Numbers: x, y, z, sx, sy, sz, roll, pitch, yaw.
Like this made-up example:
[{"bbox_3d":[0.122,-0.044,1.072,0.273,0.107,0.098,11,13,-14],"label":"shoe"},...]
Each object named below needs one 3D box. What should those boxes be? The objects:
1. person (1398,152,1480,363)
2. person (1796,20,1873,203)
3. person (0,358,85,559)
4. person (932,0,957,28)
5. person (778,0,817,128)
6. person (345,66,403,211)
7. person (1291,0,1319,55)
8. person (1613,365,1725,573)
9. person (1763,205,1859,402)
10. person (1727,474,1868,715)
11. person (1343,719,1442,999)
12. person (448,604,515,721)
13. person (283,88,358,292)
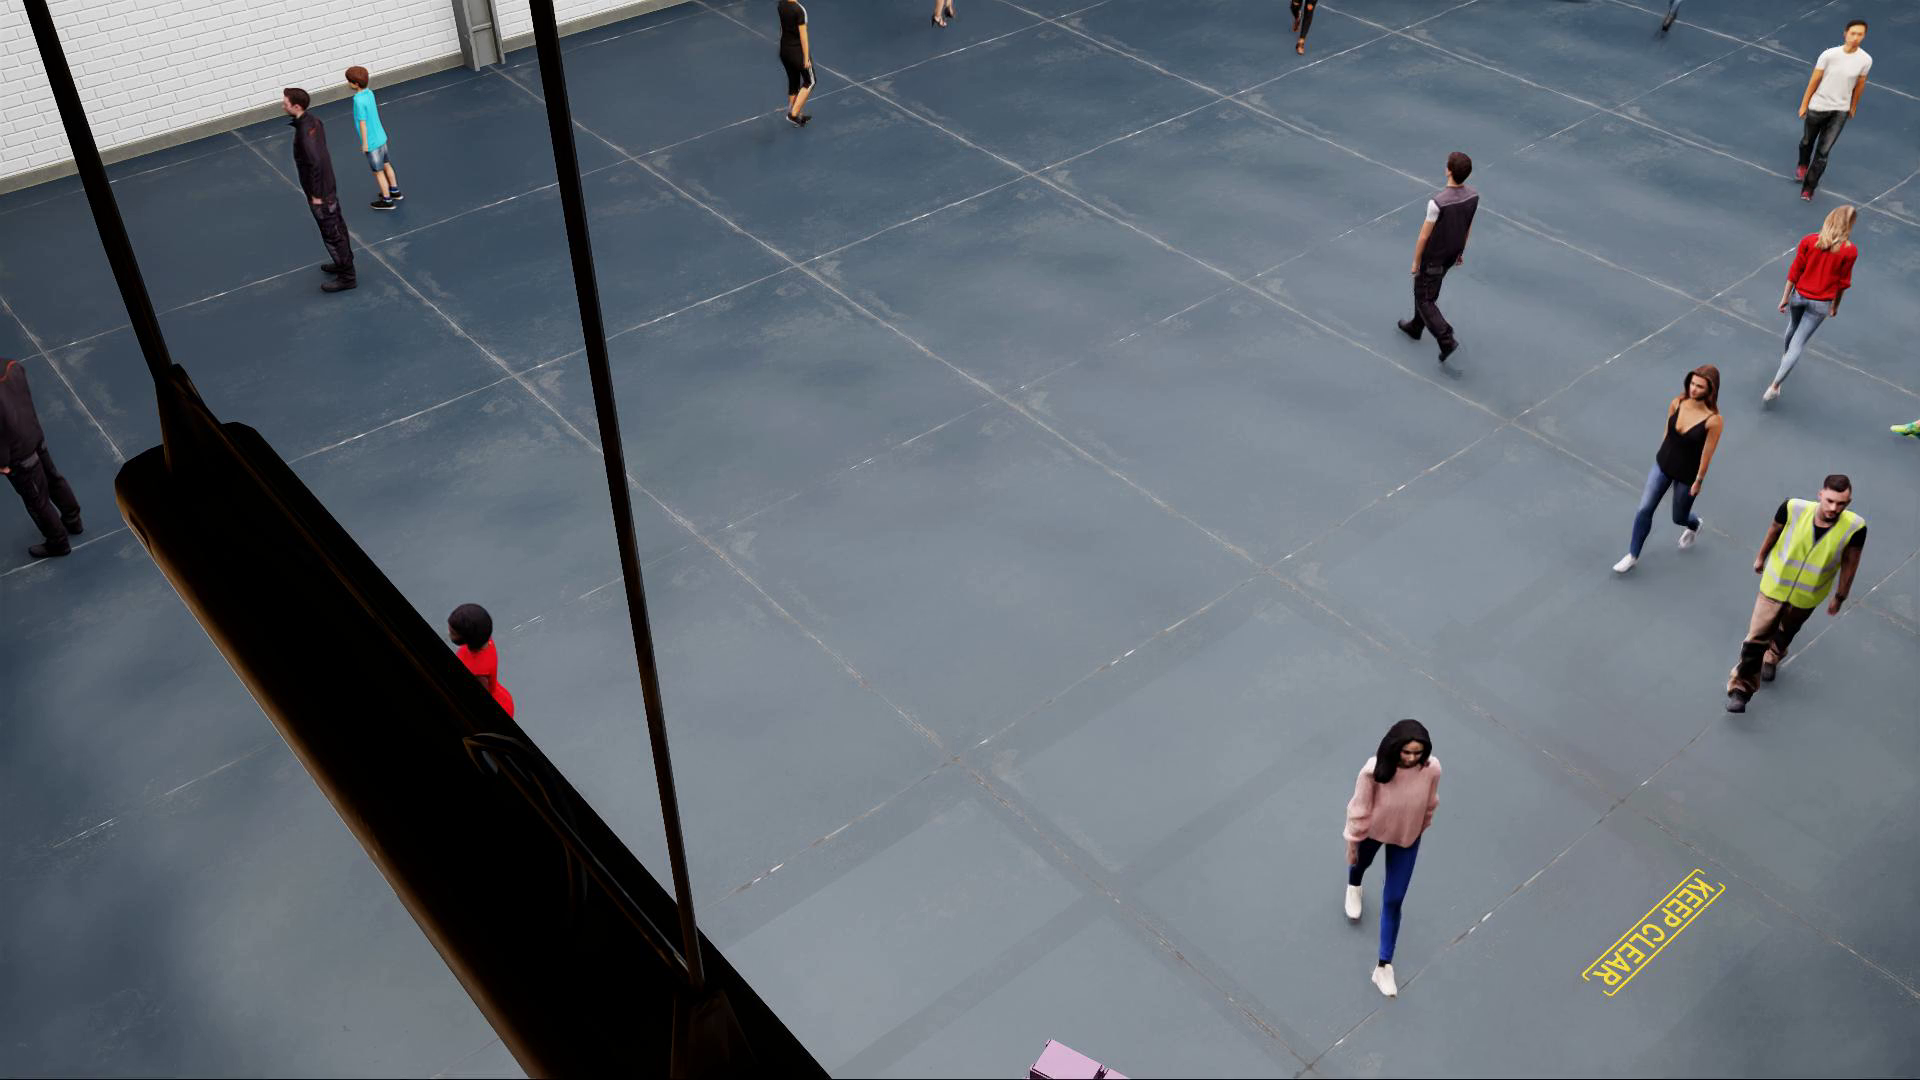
[{"bbox_3d":[4.117,-2.371,14.105,1.078,1.823,0.882,-17,42,-20],"label":"person"},{"bbox_3d":[8.672,-4.334,16.611,1.002,1.762,1.256,16,41,19],"label":"person"},{"bbox_3d":[-6.780,-0.700,11.998,0.826,1.840,0.788,1,39,1],"label":"person"},{"bbox_3d":[-0.254,-7.024,20.020,0.660,1.713,0.622,-23,44,-26],"label":"person"},{"bbox_3d":[-1.817,-5.181,17.757,0.626,1.656,0.693,31,48,33],"label":"person"},{"bbox_3d":[-5.791,-3.981,16.422,0.641,1.448,0.593,0,39,0],"label":"person"},{"bbox_3d":[4.085,-6.601,19.507,0.878,1.692,0.944,4,39,6],"label":"person"},{"bbox_3d":[5.186,-0.516,11.880,1.025,1.700,0.619,-24,44,-27],"label":"person"},{"bbox_3d":[6.960,-1.902,13.659,0.779,1.647,1.211,27,46,29],"label":"person"},{"bbox_3d":[5.445,0.262,10.832,1.020,1.794,1.257,17,42,20],"label":"person"},{"bbox_3d":[2.342,1.579,9.242,1.135,1.719,1.205,4,39,5],"label":"person"},{"bbox_3d":[-2.772,1.059,9.873,0.617,1.745,0.632,-11,40,-13],"label":"person"},{"bbox_3d":[-5.805,-3.195,15.063,0.759,1.915,0.774,-9,39,-11],"label":"person"}]
